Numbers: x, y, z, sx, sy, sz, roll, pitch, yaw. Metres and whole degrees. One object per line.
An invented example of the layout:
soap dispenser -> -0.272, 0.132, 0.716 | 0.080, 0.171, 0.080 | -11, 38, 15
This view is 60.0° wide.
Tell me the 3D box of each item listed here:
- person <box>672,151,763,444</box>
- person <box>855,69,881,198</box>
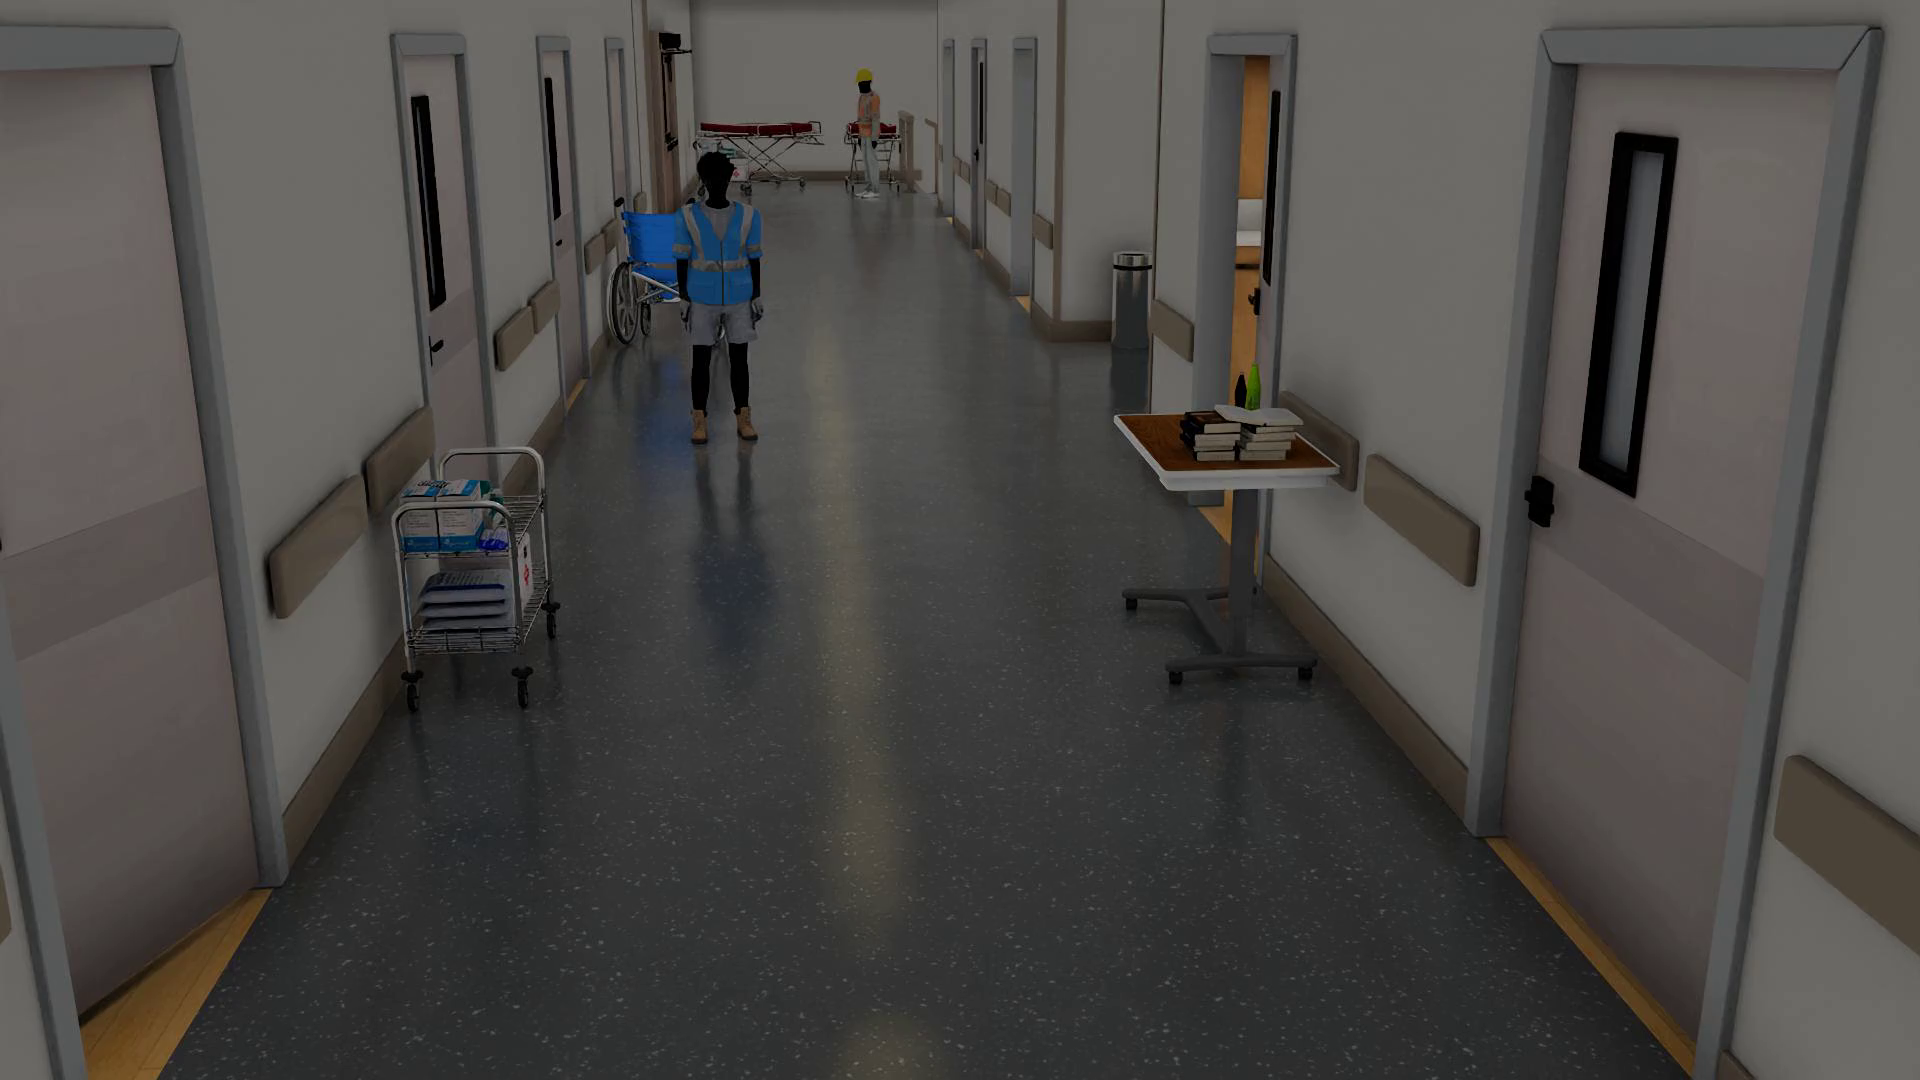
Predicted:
person -> -1.409, -1.414, 9.766 | 0.532, 1.696, 0.319 | -5, 17, -16
person -> -1.409, -6.172, 25.292 | 0.398, 1.918, 0.587 | -8, 18, -24
